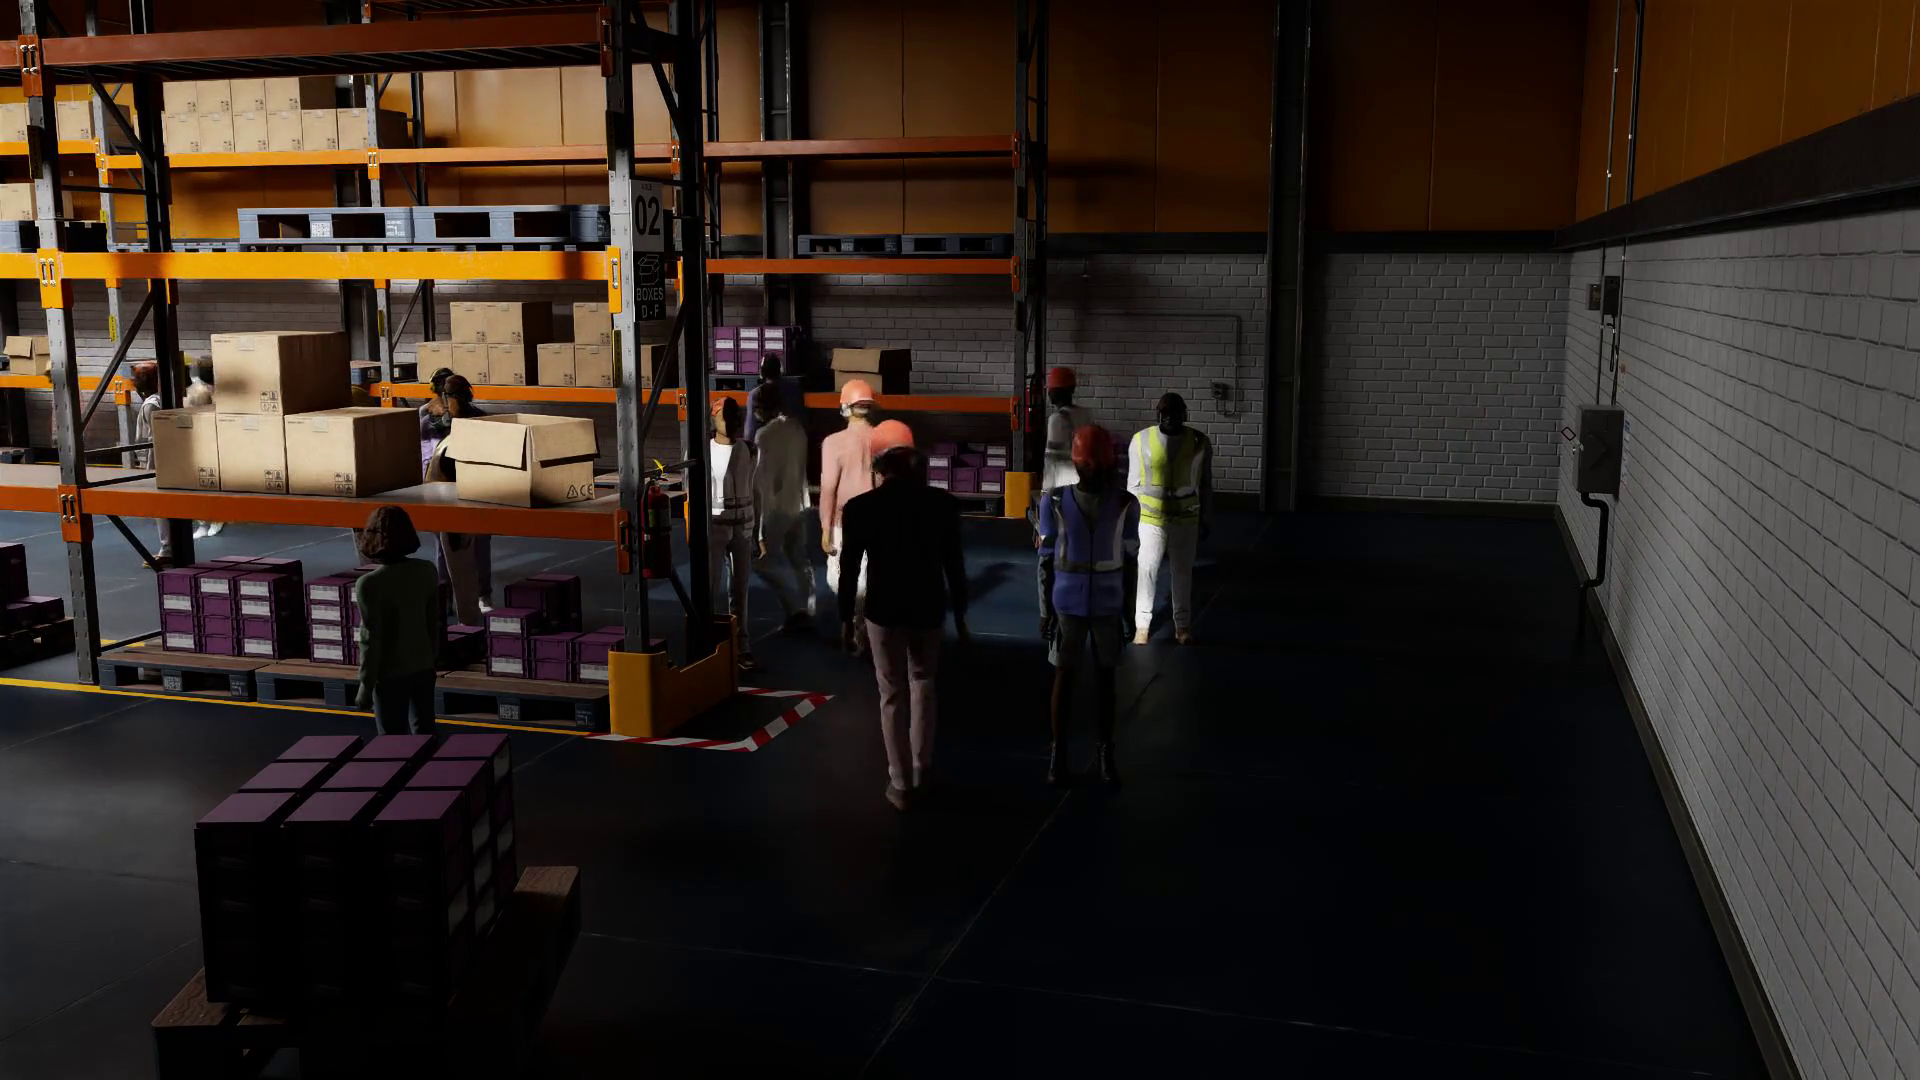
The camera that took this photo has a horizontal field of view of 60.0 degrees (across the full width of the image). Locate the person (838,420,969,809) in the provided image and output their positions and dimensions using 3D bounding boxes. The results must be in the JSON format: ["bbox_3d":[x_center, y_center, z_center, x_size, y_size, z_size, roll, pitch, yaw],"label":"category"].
[{"bbox_3d":[-0.306,0.363,8.565,0.652,1.961,0.669,-2,10,-11],"label":"person"}]

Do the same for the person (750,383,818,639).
[{"bbox_3d":[-1.293,-0.189,12.132,0.491,1.903,0.743,4,10,22],"label":"person"}]

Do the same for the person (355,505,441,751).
[{"bbox_3d":[-2.651,0.645,7.869,0.285,1.633,0.498,4,10,24],"label":"person"}]

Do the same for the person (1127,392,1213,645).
[{"bbox_3d":[1.523,-0.152,12.097,0.624,1.845,0.430,0,9,3],"label":"person"}]

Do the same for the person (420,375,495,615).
[{"bbox_3d":[-3.913,-0.346,13.080,0.645,1.907,0.400,-3,10,-16],"label":"person"}]

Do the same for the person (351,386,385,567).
[{"bbox_3d":[-4.611,-0.267,12.823,0.404,1.830,0.603,-2,9,-11],"label":"person"}]

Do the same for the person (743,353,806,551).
[{"bbox_3d":[-1.856,-0.853,16.137,0.839,1.909,0.651,9,13,44],"label":"person"}]

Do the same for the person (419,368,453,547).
[{"bbox_3d":[-4.533,-0.602,14.773,0.384,1.860,0.555,8,12,39],"label":"person"}]

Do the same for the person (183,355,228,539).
[{"bbox_3d":[-7.745,-0.942,16.764,0.595,1.895,0.441,6,11,33],"label":"person"}]

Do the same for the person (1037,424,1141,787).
[{"bbox_3d":[0.676,0.350,8.760,0.544,1.932,0.367,0,9,-1],"label":"person"}]

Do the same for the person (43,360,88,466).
[{"bbox_3d":[-10.029,-1.178,18.753,0.459,1.716,0.609,-8,12,-41],"label":"person"}]

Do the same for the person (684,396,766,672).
[{"bbox_3d":[-1.573,-0.026,11.206,0.574,1.882,0.356,-6,11,-34],"label":"person"}]

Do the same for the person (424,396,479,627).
[{"bbox_3d":[-3.627,-0.118,11.923,0.428,1.836,0.625,-2,10,-13],"label":"person"}]

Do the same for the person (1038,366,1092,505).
[{"bbox_3d":[0.884,-0.481,13.861,0.457,1.920,0.558,5,10,27],"label":"person"}]

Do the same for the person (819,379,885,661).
[{"bbox_3d":[-0.672,-0.119,11.497,0.624,1.974,0.581,-6,11,-32],"label":"person"}]

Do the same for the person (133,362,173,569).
[{"bbox_3d":[-7.347,-0.682,15.201,0.356,1.883,0.573,-3,10,-17],"label":"person"}]

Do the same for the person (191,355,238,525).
[{"bbox_3d":[-7.890,-1.040,17.567,0.436,1.824,0.631,2,10,14],"label":"person"}]
